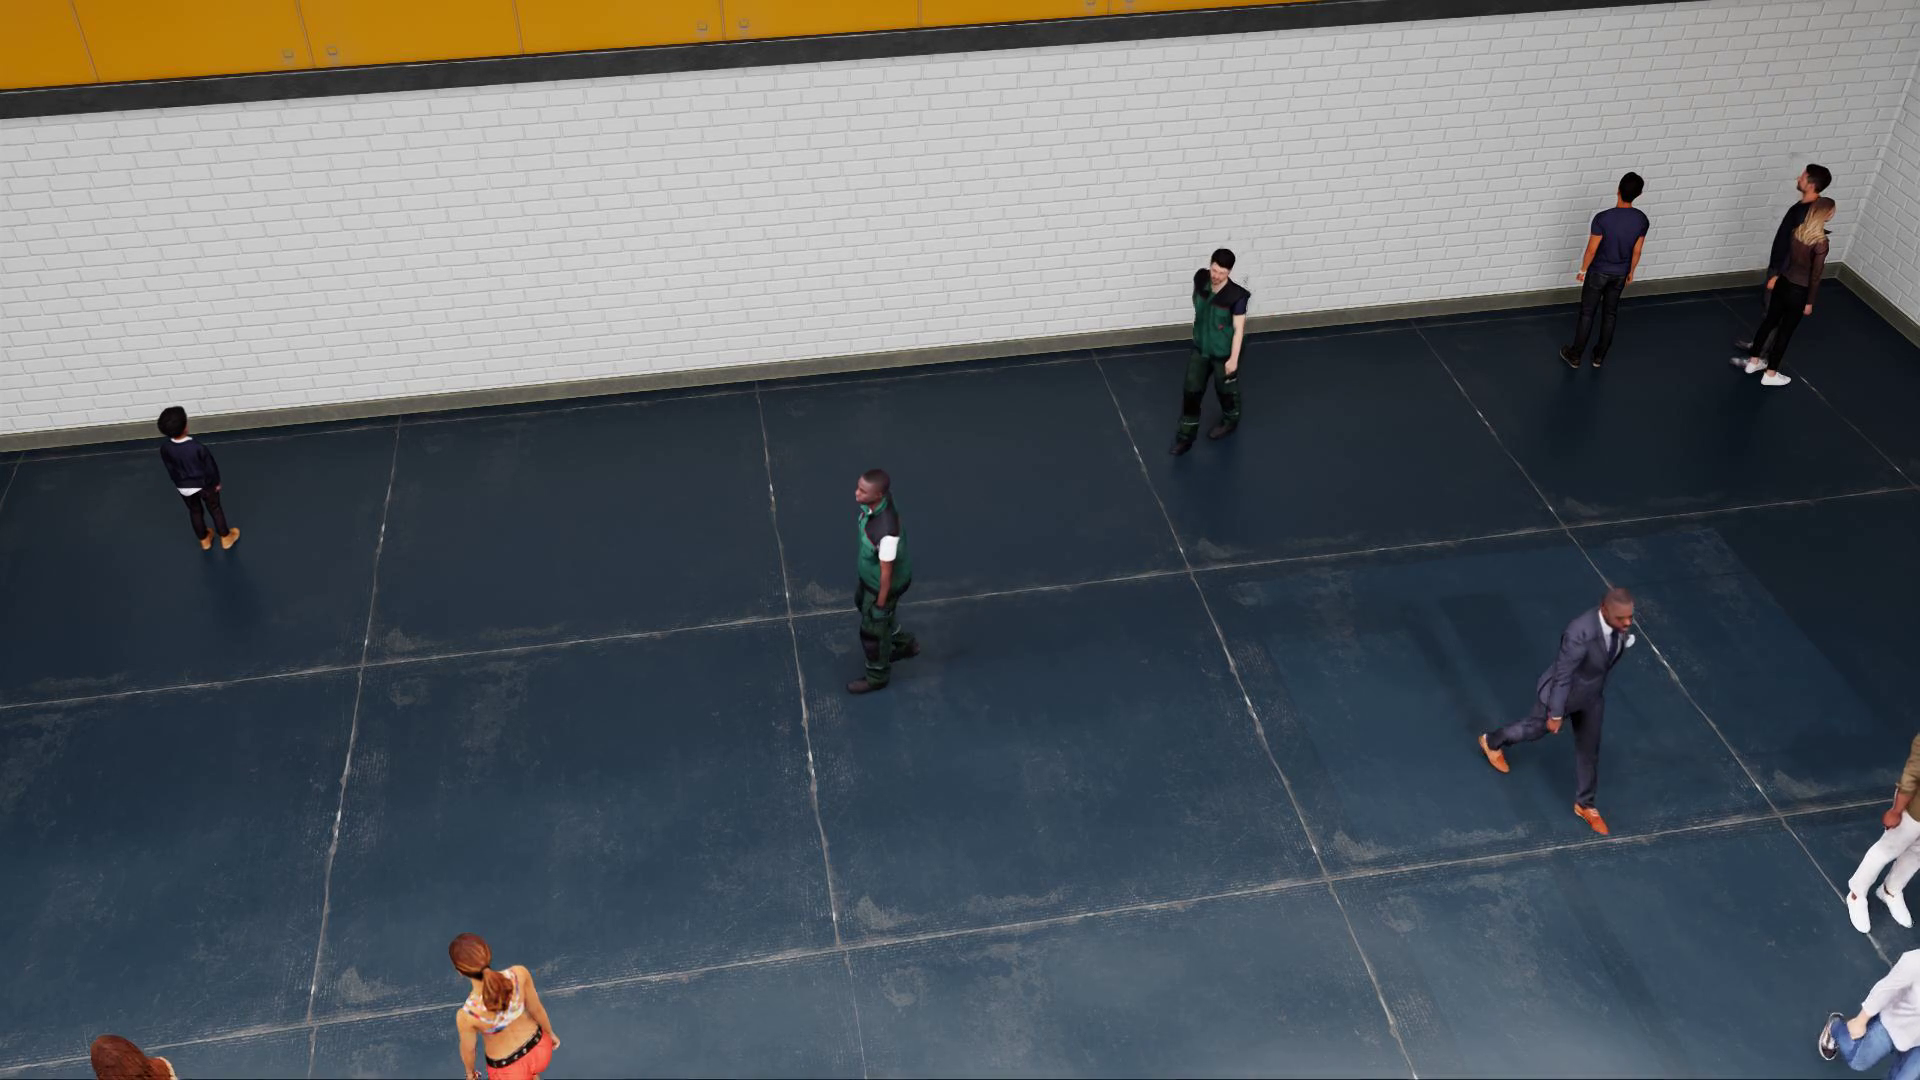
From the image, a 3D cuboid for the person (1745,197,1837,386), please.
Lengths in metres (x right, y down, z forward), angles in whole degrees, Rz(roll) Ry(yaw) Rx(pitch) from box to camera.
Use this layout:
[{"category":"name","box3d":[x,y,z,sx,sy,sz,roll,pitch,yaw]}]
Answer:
[{"category":"person","box3d":[7.007,-2.105,14.007,0.680,1.704,0.464,-10,40,-12]}]

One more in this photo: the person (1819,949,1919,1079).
[{"category":"person","box3d":[4.785,2.375,8.413,0.848,1.684,1.031,7,39,9]}]

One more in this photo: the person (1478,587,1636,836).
[{"category":"person","box3d":[3.671,0.891,10.184,1.036,1.794,1.339,-23,44,-26]}]

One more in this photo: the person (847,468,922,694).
[{"category":"person","box3d":[-0.466,0.246,10.962,0.787,1.830,0.693,-7,39,-9]}]

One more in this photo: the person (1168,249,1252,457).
[{"category":"person","box3d":[2.083,-1.557,13.205,1.136,1.849,1.120,-30,47,-32]}]

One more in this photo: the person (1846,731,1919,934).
[{"category":"person","box3d":[5.496,1.489,9.408,0.735,1.828,0.594,-3,39,-4]}]

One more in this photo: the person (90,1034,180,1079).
[{"category":"person","box3d":[-3.653,2.903,7.729,0.858,1.713,0.811,18,42,21]}]

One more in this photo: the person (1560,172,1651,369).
[{"category":"person","box3d":[5.517,-2.282,14.158,0.669,1.793,0.572,-1,39,-1]}]

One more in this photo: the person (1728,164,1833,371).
[{"category":"person","box3d":[7.023,-2.322,14.146,0.771,1.870,0.691,20,43,23]}]

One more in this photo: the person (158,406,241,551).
[{"category":"person","box3d":[-5.671,-0.453,12.322,0.531,1.225,0.516,0,39,0]}]

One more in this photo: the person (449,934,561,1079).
[{"category":"person","box3d":[-2.096,2.590,8.081,0.998,1.763,0.904,31,48,32]}]
